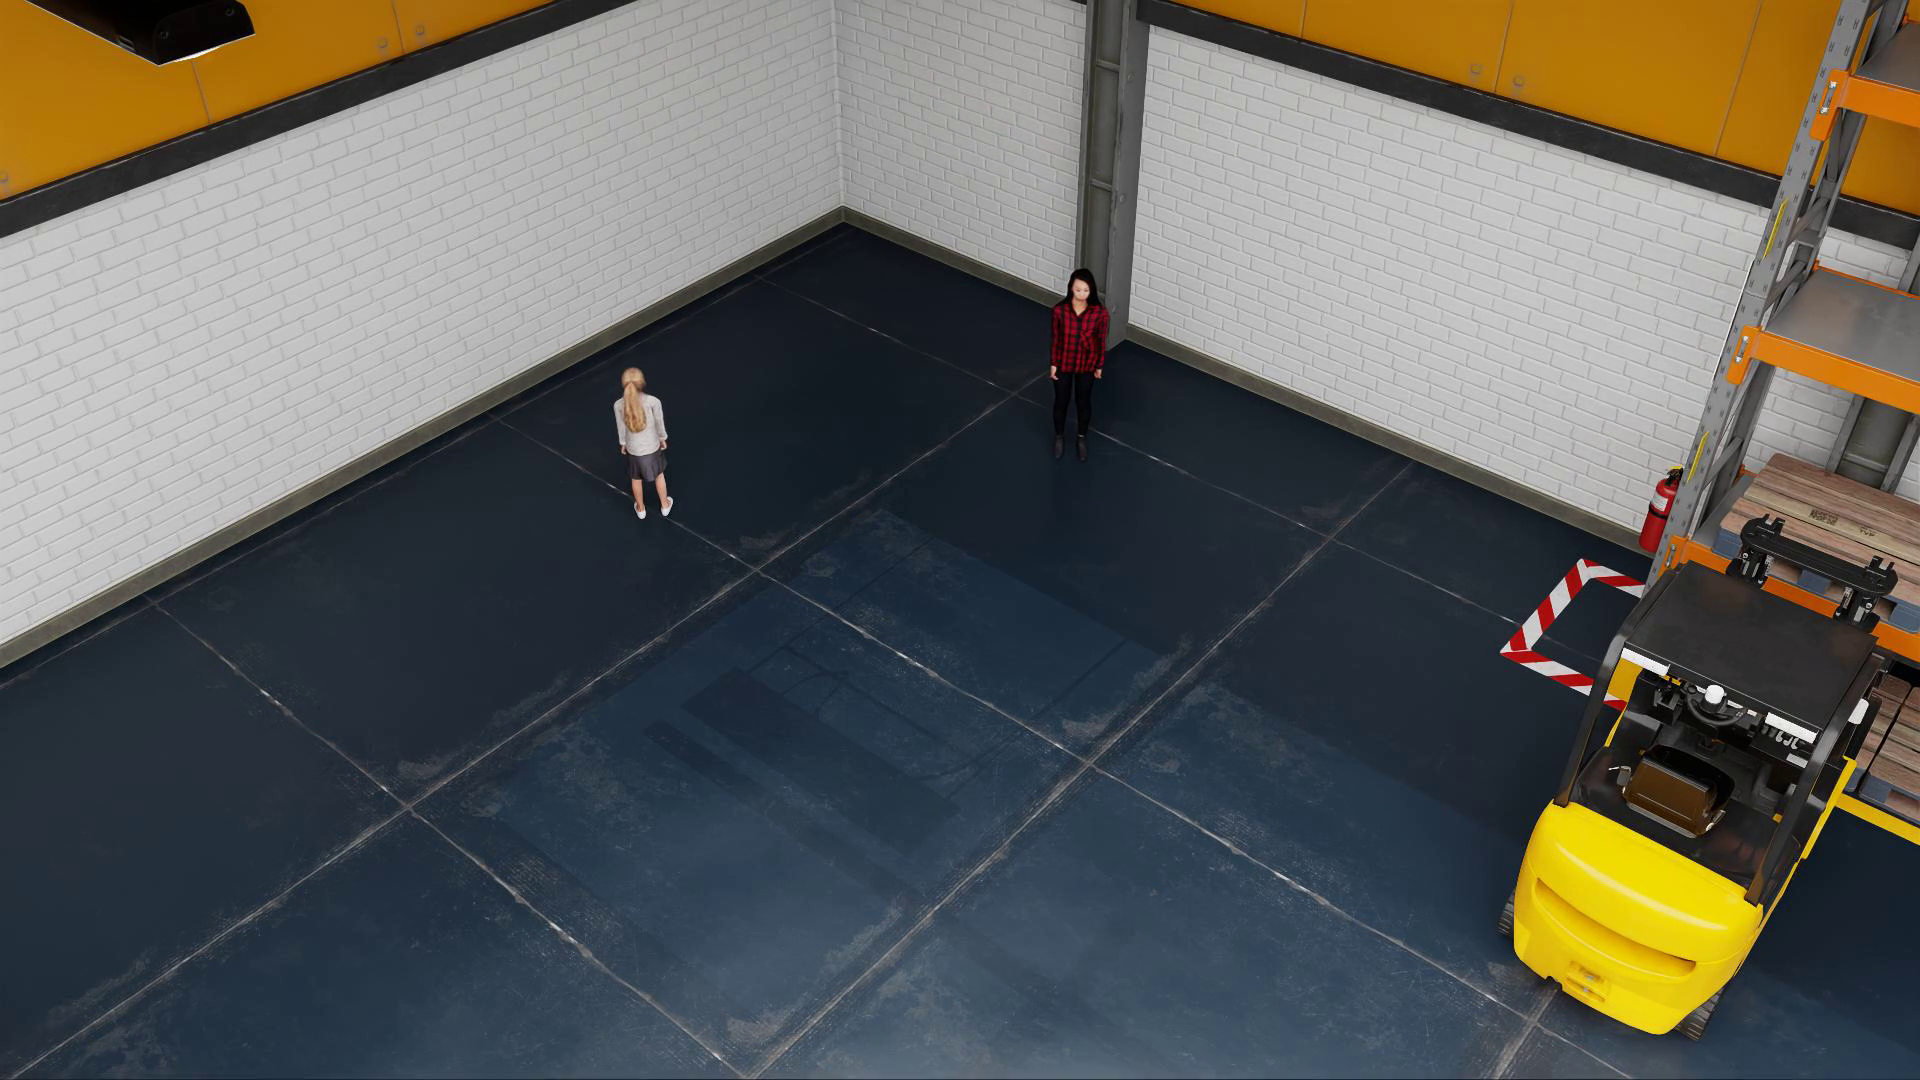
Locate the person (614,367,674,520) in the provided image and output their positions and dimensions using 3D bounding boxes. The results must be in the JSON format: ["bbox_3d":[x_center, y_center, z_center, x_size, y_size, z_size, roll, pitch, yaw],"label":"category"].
[{"bbox_3d":[-2.329,-0.718,12.199,0.605,1.276,0.659,-6,39,-8],"label":"person"}]

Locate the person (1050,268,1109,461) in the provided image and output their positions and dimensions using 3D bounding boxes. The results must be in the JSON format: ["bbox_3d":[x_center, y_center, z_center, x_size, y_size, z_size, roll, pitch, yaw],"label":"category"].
[{"bbox_3d":[0.877,-1.355,12.695,0.628,1.652,0.718,2,39,3],"label":"person"}]
